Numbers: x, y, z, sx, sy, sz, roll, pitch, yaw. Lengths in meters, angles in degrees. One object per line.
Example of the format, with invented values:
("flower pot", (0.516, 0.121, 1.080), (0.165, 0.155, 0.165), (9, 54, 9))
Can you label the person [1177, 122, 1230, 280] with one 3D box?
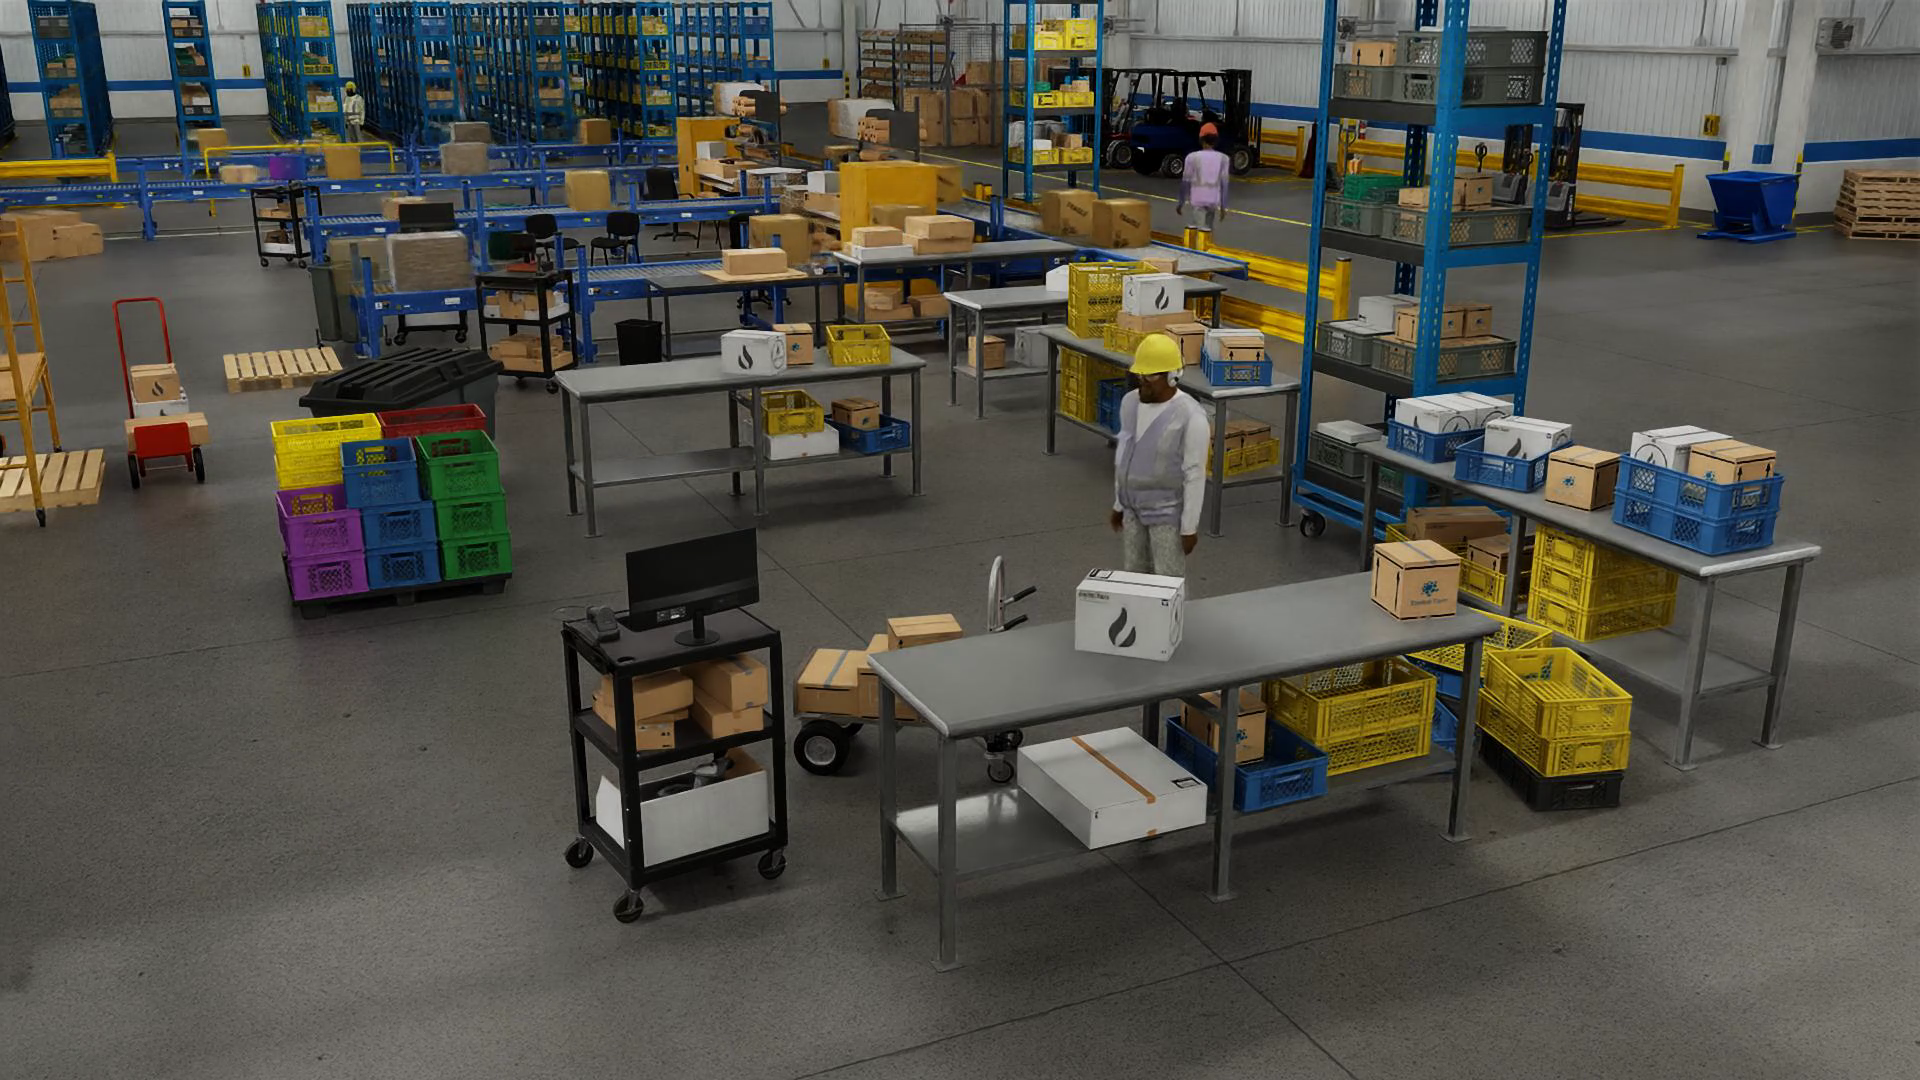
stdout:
("person", (3.198, -4.402, 21.630), (0.607, 2.007, 1.018), (-6, 18, -17))

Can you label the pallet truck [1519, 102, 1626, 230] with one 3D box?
("pallet truck", (9.972, -6.037, 26.785), (1.885, 1.965, 0.823), (-9, 20, -25))

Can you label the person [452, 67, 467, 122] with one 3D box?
("person", (-13.422, -11.625, 44.418), (0.673, 1.980, 0.631), (-2, 18, -5))

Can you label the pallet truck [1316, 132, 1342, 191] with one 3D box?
("pallet truck", (7.723, -7.504, 32.656), (1.601, 1.201, 0.680), (-8, 19, -23))

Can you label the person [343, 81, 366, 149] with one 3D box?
("person", (-14.087, -9.722, 38.655), (0.590, 1.837, 0.404), (9, 20, 27))

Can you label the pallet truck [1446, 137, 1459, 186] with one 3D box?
("pallet truck", (9.184, -6.485, 29.328), (1.630, 1.274, 0.653), (-8, 19, -23))

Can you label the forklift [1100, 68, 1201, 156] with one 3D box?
("forklift", (4.082, -9.564, 37.410), (2.680, 1.987, 1.157), (-8, 19, -23))

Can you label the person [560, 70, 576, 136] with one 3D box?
("person", (-10.971, -12.232, 46.573), (0.452, 1.830, 0.575), (-8, 19, -24))

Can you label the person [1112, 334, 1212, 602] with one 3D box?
("person", (1.006, -0.160, 8.566), (0.403, 1.825, 0.595), (-12, 21, -34))

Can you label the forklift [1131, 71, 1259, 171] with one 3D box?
("forklift", (4.998, -8.936, 35.413), (2.680, 1.987, 1.157), (-9, 20, -25))

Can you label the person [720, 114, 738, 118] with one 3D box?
("person", (-4.878, -8.480, 34.906), (0.532, 1.748, 0.539), (9, 20, 26))

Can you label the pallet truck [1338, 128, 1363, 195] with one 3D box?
("pallet truck", (7.845, -7.140, 31.411), (1.522, 1.261, 0.704), (-9, 20, -25))

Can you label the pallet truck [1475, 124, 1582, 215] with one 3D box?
("pallet truck", (9.707, -6.455, 28.103), (1.885, 1.965, 0.823), (-7, 19, -20))
